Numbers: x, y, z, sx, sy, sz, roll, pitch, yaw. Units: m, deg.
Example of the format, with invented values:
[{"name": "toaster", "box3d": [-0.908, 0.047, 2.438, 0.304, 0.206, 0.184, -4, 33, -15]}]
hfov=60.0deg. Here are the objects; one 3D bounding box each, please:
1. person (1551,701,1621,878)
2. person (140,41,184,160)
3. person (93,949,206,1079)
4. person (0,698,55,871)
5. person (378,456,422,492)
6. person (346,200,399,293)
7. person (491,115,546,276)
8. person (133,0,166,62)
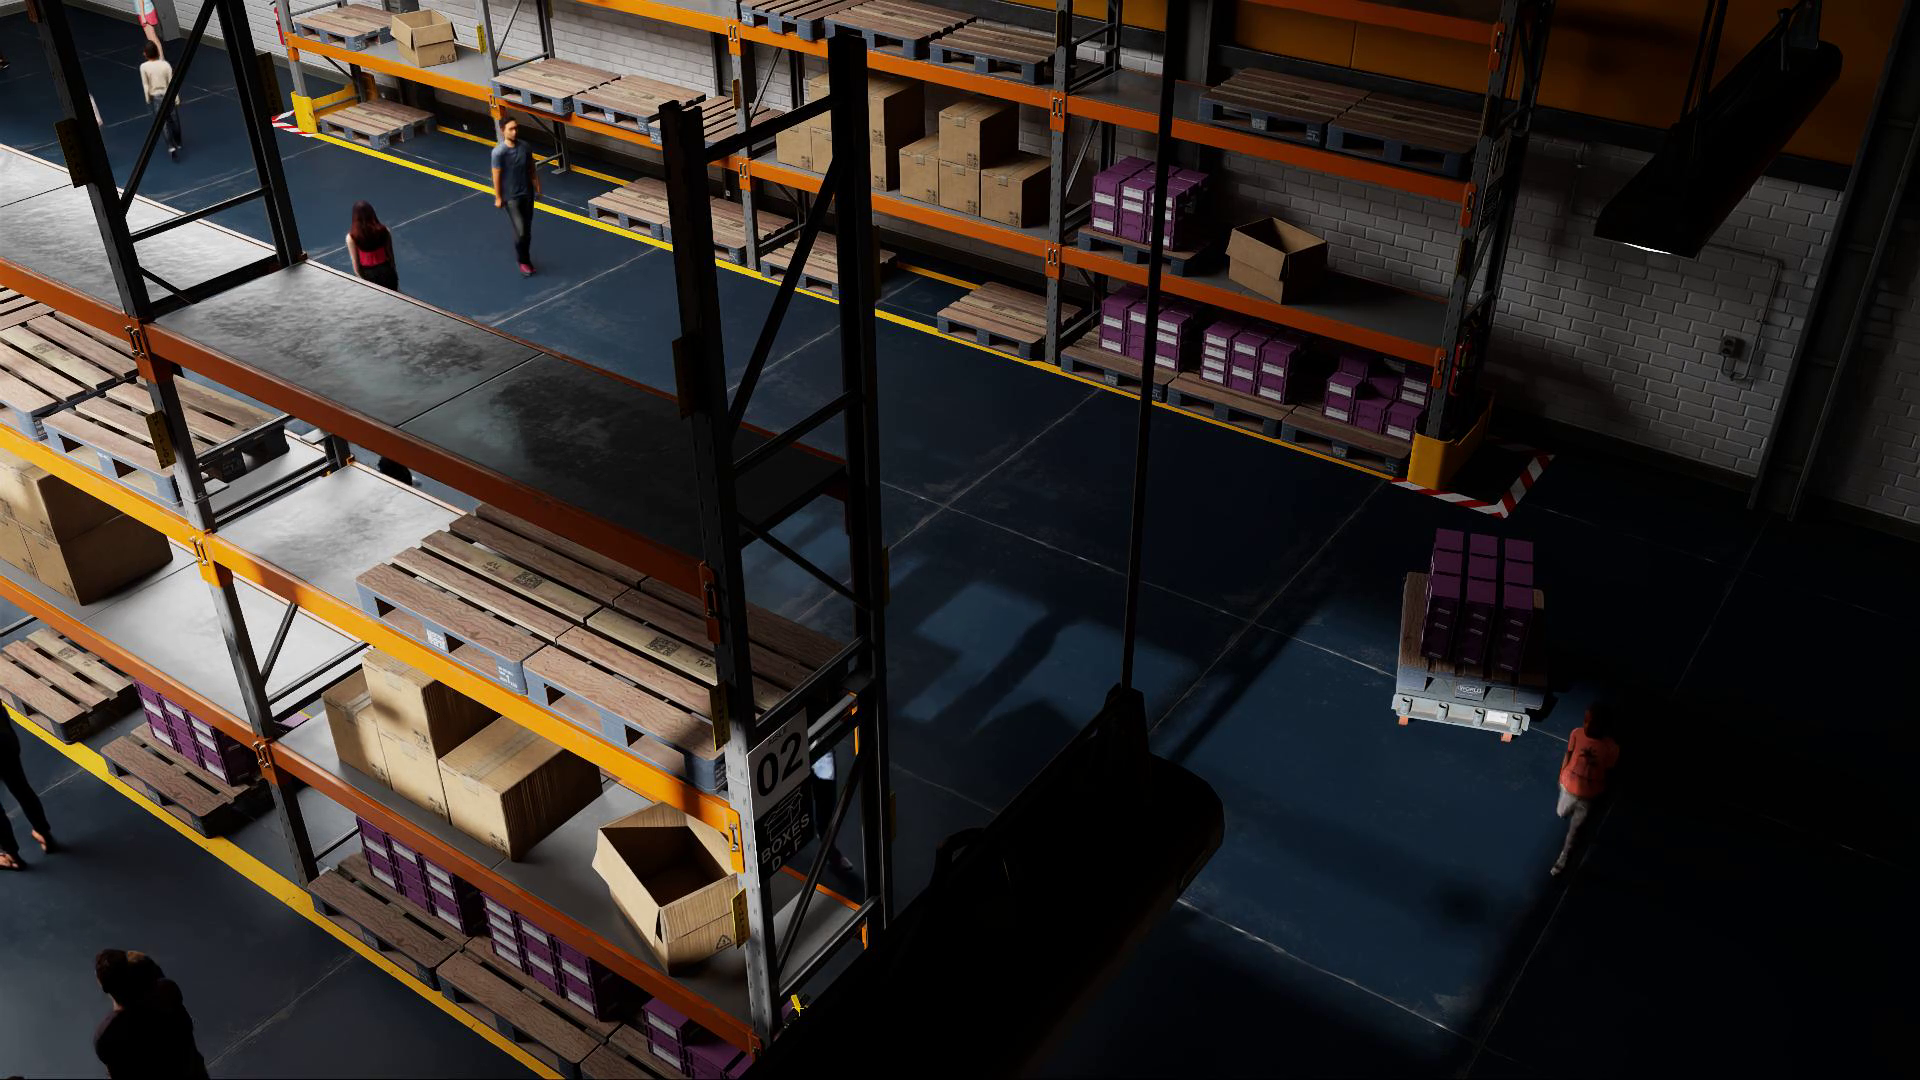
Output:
[{"name": "person", "box3d": [4.052, 1.547, 10.732, 0.760, 1.295, 0.596, 26, 42, 34]}, {"name": "person", "box3d": [-10.282, -5.658, 21.436, 0.833, 1.446, 1.052, -17, 37, -24]}, {"name": "person", "box3d": [-4.035, 2.753, 8.414, 0.600, 1.853, 0.692, 14, 36, 20]}, {"name": "person", "box3d": [-6.219, 1.331, 10.581, 0.521, 1.823, 0.585, 21, 39, 28]}, {"name": "person", "box3d": [-4.191, 0.085, 12.485, 0.885, 1.789, 0.729, 15, 36, 21]}, {"name": "person", "box3d": [-5.800, -2.566, 16.623, 0.868, 1.625, 1.100, -18, 38, -25]}, {"name": "person", "box3d": [-4.936, -3.822, 18.352, 0.651, 1.802, 0.709, 26, 42, 33]}, {"name": "person", "box3d": [-11.841, -7.668, 24.171, 0.732, 1.766, 0.648, -14, 36, -20]}]
